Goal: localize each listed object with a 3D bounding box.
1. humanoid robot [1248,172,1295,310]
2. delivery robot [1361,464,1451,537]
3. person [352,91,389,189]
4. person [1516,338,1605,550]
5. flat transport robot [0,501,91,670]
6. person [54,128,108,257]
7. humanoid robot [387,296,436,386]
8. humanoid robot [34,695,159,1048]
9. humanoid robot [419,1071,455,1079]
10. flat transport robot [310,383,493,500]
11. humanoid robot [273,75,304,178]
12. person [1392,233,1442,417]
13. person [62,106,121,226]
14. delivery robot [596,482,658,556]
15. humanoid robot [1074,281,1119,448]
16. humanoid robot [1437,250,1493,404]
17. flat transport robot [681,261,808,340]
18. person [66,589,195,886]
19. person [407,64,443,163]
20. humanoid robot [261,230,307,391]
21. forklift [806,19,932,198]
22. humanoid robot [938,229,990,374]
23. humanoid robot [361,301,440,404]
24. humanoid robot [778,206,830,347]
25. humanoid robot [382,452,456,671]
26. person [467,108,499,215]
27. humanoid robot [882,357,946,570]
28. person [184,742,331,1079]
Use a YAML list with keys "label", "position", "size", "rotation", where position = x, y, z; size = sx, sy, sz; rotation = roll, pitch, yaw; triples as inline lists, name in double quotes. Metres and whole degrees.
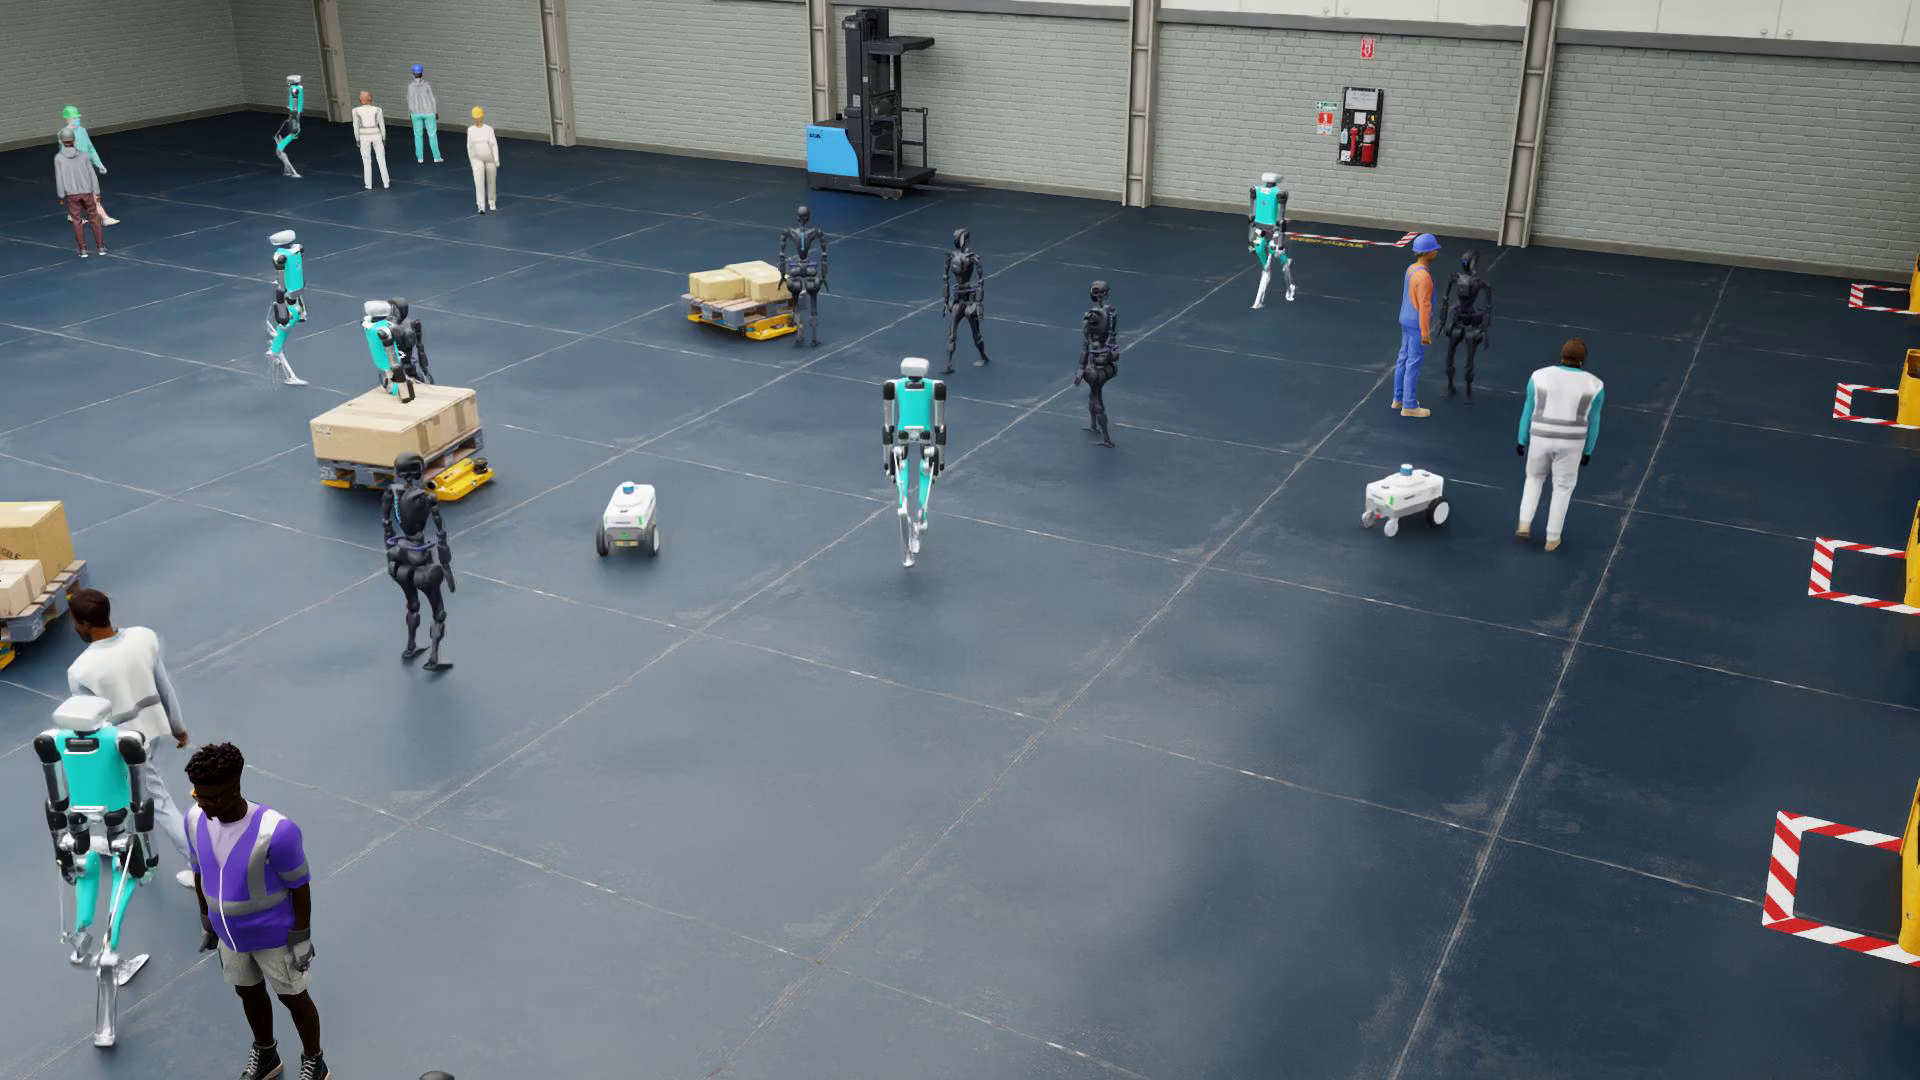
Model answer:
- label: "humanoid robot"
  position: [4.089, -3.862, 21.320]
  size: [0.543, 1.786, 0.915]
  rotation: [19, 30, 37]
- label: "delivery robot"
  position: [3.921, -0.377, 14.671]
  size: [0.791, 0.589, 0.499]
  rotation: [-15, 28, -31]
- label: "person"
  position: [-10.000, -6.787, 28.239]
  size: [0.508, 1.630, 0.316]
  rotation: [-9, 25, -20]
- label: "person"
  position: [5.055, -0.806, 14.089]
  size: [0.642, 1.811, 0.481]
  rotation: [9, 25, 21]
- label: "flat transport robot"
  position: [-7.409, 0.638, 12.677]
  size: [0.659, 0.231, 1.431]
  rotation: [-1, 23, -3]
- label: "person"
  position: [-12.591, -4.966, 23.767]
  size: [0.555, 1.810, 0.371]
  rotation: [-14, 27, -30]
- label: "humanoid robot"
  position: [-5.335, -1.563, 16.032]
  size: [0.345, 1.646, 0.616]
  rotation: [11, 26, 25]
- label: "humanoid robot"
  position: [-4.383, 1.724, 8.353]
  size: [0.547, 1.771, 0.957]
  rotation: [0, 23, -1]
- label: "humanoid robot"
  position: [-1.898, 2.685, 6.130]
  size: [0.600, 1.633, 0.356]
  rotation: [-1, 23, -3]
- label: "flat transport robot"
  position: [-5.200, -0.629, 15.627]
  size: [1.431, 0.231, 0.659]
  rotation: [7, 24, 15]
- label: "humanoid robot"
  position: [-11.813, -7.197, 29.080]
  size: [0.804, 1.792, 0.531]
  rotation: [-6, 24, -14]
- label: "person"
  position: [4.755, -2.236, 17.289]
  size: [0.363, 1.912, 0.515]
  rotation: [-2, 23, -6]
- label: "person"
  position: [-13.492, -5.750, 25.574]
  size: [0.971, 1.821, 0.526]
  rotation: [5, 24, 11]
- label: "delivery robot"
  position: [-2.827, -0.184, 14.253]
  size: [0.499, 0.613, 0.807]
  rotation: [0, 23, -1]
- label: "humanoid robot"
  position: [1.351, -1.752, 16.474]
  size: [0.537, 1.639, 0.613]
  rotation: [18, 29, 35]
- label: "humanoid robot"
  position: [5.393, -2.288, 17.712]
  size: [0.610, 1.640, 0.403]
  rotation: [20, 30, 38]
- label: "flat transport robot"
  position: [-2.660, -2.743, 20.549]
  size: [1.431, 0.231, 0.659]
  rotation: [20, 30, 39]
- label: "person"
  position: [-4.767, 1.133, 9.518]
  size: [1.029, 1.852, 0.597]
  rotation: [6, 24, 14]
- label: "person"
  position: [-9.796, -7.771, 30.347]
  size: [0.524, 1.778, 0.362]
  rotation: [-2, 23, -4]
- label: "humanoid robot"
  position: [-7.430, -2.420, 18.082]
  size: [0.753, 1.903, 0.538]
  rotation: [2, 23, 6]
- label: "forklift"
  position: [-1.573, -7.292, 27.850]
  size: [1.873, 2.768, 1.129]
  rotation: [12, 26, 25]
- label: "humanoid robot"
  position: [0.062, -2.682, 18.693]
  size: [0.593, 1.633, 0.796]
  rotation: [16, 28, 33]
- label: "humanoid robot"
  position: [-5.105, -1.441, 15.640]
  size: [0.846, 1.747, 0.561]
  rotation: [-18, 29, -35]
- label: "humanoid robot"
  position: [-1.848, -3.113, 19.625]
  size: [0.612, 1.638, 0.361]
  rotation: [-3, 23, -6]
- label: "humanoid robot"
  position: [-3.952, 0.152, 12.033]
  size: [0.606, 1.636, 0.404]
  rotation: [11, 26, 24]
- label: "person"
  position: [-7.557, -6.007, 26.388]
  size: [0.466, 1.651, 0.885]
  rotation: [-5, 24, -13]
- label: "humanoid robot"
  position: [-0.372, -0.529, 13.611]
  size: [0.532, 1.774, 1.018]
  rotation: [-1, 23, -1]
- label: "person"
  position: [-3.310, 1.811, 7.798]
  size: [0.612, 1.963, 0.362]
  rotation: [7, 24, 15]
